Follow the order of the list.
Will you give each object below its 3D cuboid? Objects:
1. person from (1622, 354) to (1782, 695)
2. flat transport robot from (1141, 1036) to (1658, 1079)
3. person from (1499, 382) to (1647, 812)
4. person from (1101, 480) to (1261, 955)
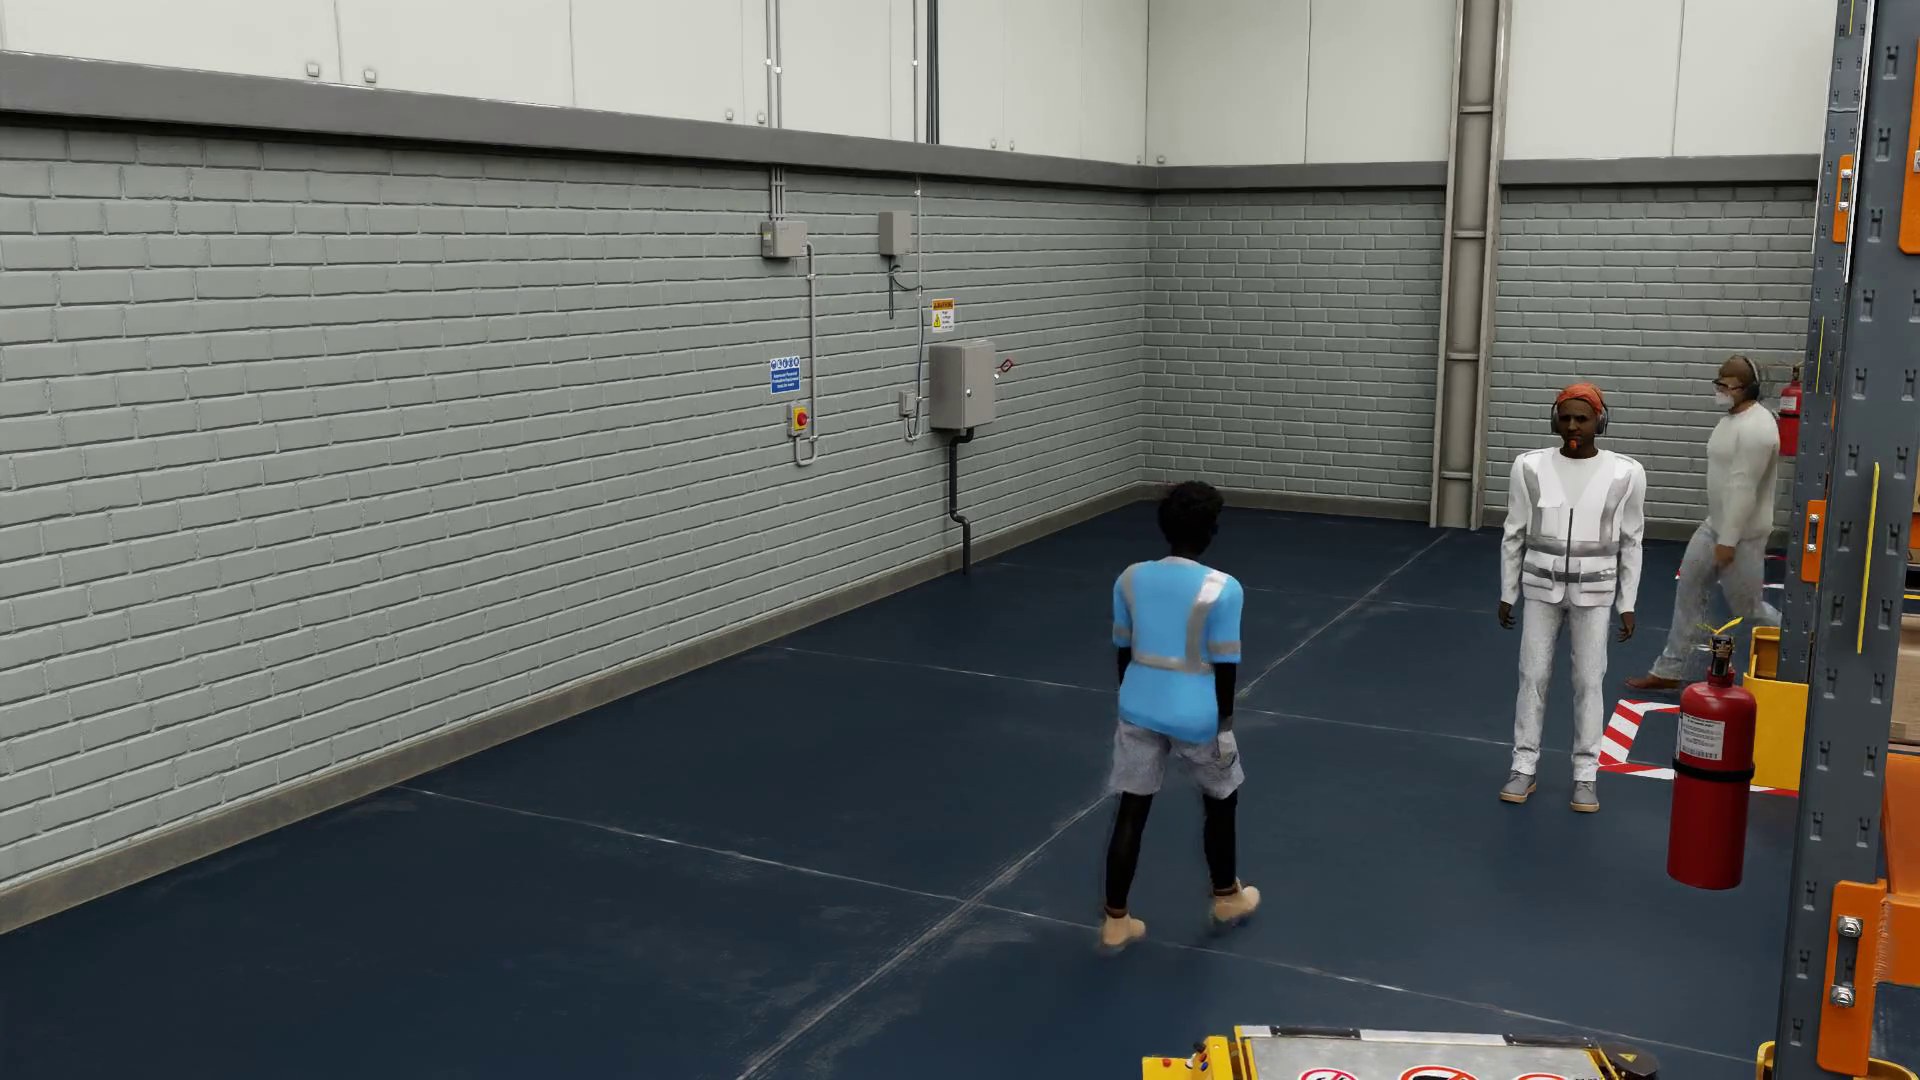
[{"bbox_3d":[4.164,-0.043,8.864,0.957,1.901,0.628,1,10,7],"label":"person"},{"bbox_3d":[1.221,1.570,4.511,1.431,0.197,0.652,1,10,4],"label":"flat transport robot"},{"bbox_3d":[2.667,0.251,7.305,0.584,1.882,0.345,5,11,25],"label":"person"},{"bbox_3d":[0.805,0.614,5.927,0.541,1.655,0.794,8,13,38],"label":"person"}]
